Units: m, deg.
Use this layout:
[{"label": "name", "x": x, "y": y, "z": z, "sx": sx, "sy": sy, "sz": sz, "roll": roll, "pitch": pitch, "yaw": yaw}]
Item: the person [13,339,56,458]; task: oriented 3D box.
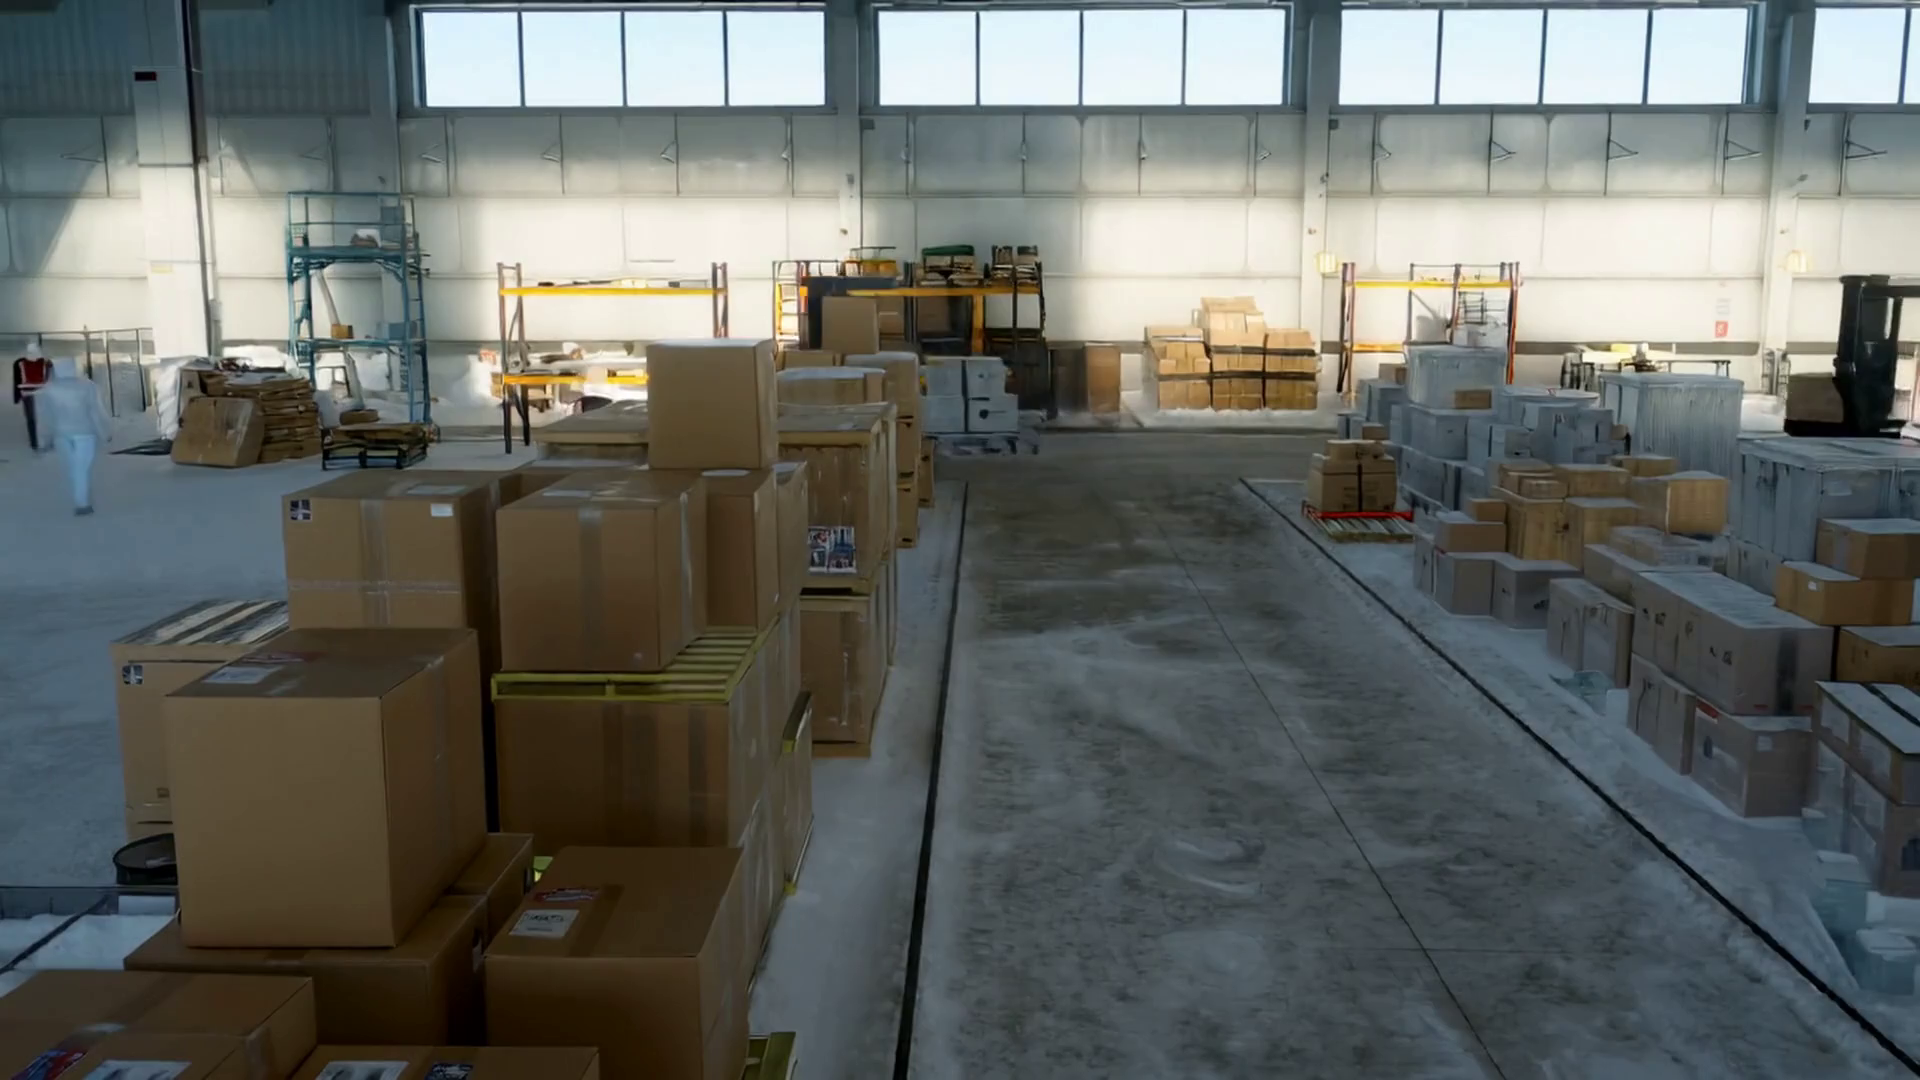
[{"label": "person", "x": -14.521, "y": -2.238, "z": 26.132, "sx": 0.618, "sy": 1.854, "sz": 0.811, "roll": -5, "pitch": 11, "yaw": -28}]

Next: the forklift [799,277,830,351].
[{"label": "forklift", "x": -2.050, "y": -2.405, "z": 24.044, "sx": 1.873, "sy": 2.768, "sz": 1.129, "roll": -1, "pitch": 10, "yaw": -6}]

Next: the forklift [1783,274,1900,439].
[{"label": "forklift", "x": 15.293, "y": -3.123, "z": 28.345, "sx": 1.129, "sy": 2.768, "sz": 1.873, "roll": -6, "pitch": 11, "yaw": -33}]

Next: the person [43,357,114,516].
[{"label": "person", "x": -10.665, "y": -1.268, "z": 20.179, "sx": 0.661, "sy": 1.883, "sz": 1.003, "roll": -1, "pitch": 10, "yaw": -7}]

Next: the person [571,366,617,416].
[{"label": "person", "x": -3.957, "y": -0.934, "z": 18.115, "sx": 0.549, "sy": 1.919, "sz": 0.717, "roll": -1, "pitch": 10, "yaw": -6}]
